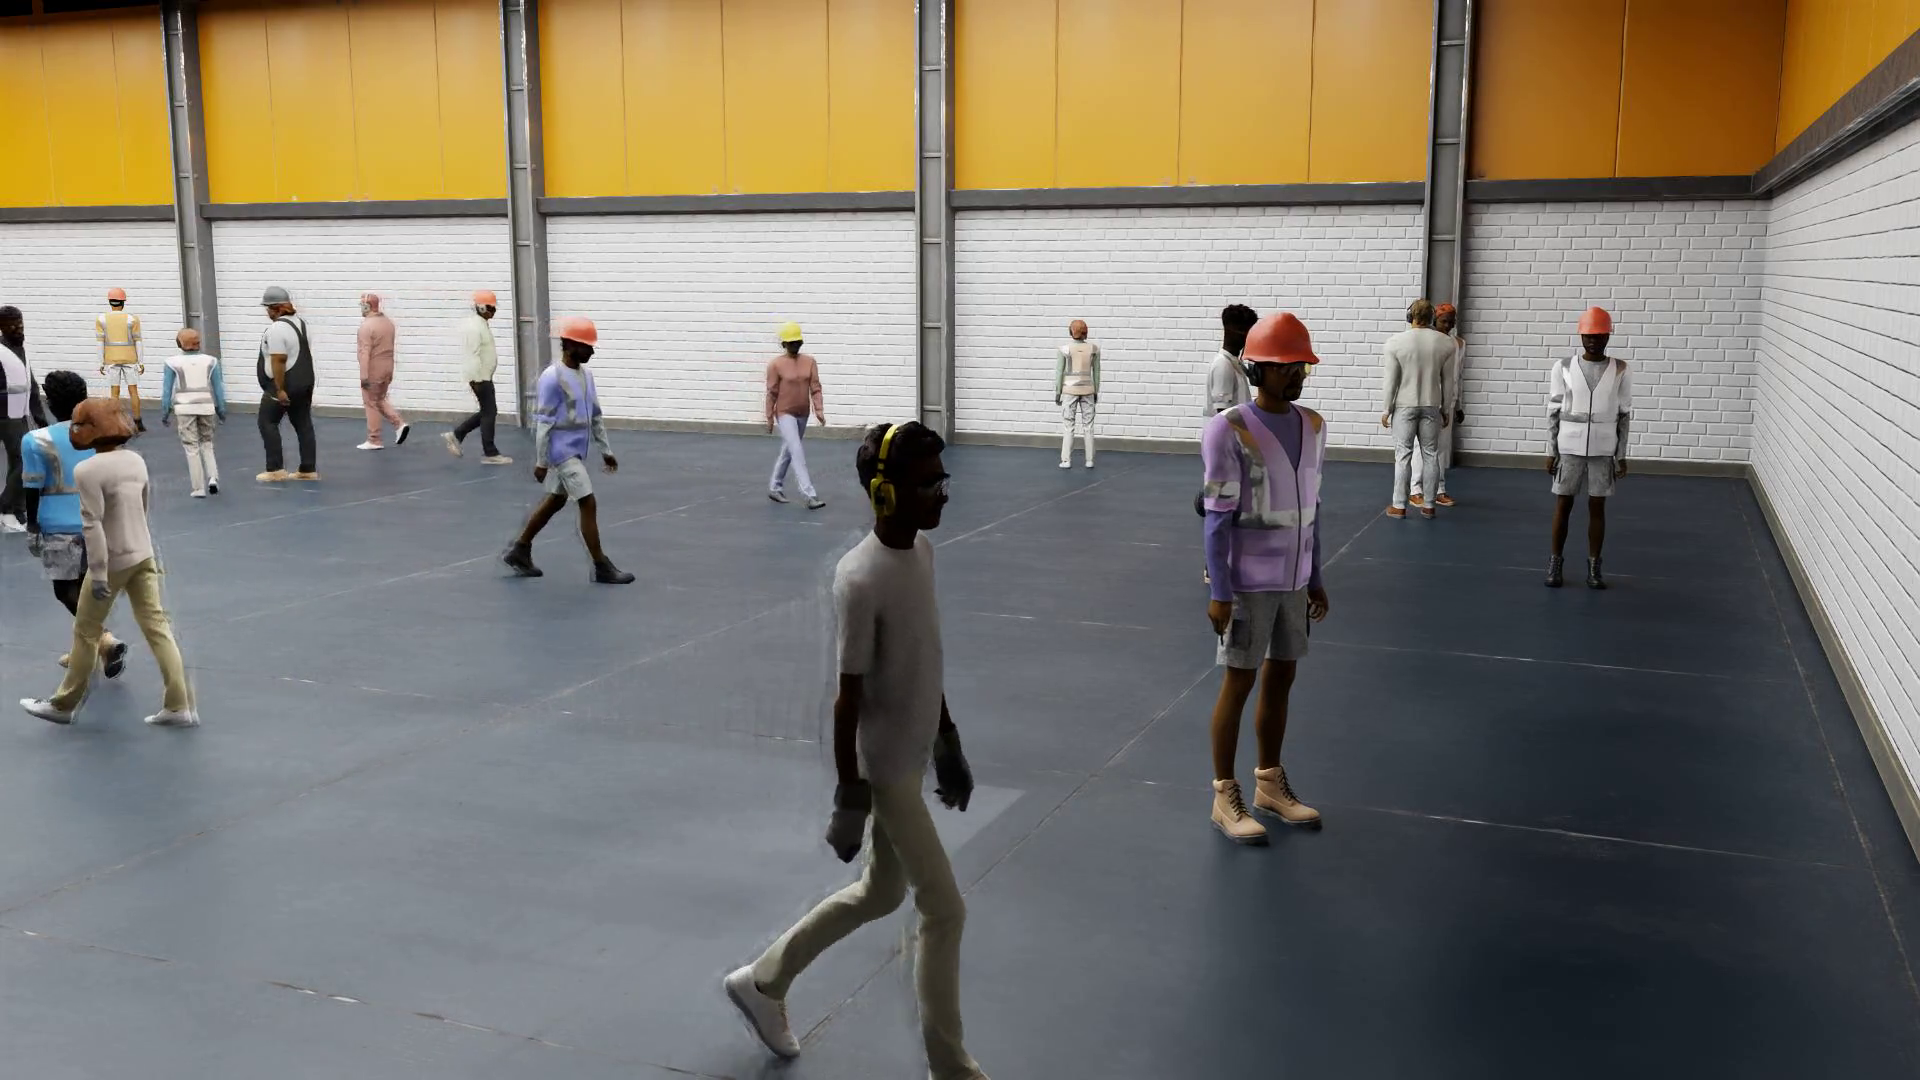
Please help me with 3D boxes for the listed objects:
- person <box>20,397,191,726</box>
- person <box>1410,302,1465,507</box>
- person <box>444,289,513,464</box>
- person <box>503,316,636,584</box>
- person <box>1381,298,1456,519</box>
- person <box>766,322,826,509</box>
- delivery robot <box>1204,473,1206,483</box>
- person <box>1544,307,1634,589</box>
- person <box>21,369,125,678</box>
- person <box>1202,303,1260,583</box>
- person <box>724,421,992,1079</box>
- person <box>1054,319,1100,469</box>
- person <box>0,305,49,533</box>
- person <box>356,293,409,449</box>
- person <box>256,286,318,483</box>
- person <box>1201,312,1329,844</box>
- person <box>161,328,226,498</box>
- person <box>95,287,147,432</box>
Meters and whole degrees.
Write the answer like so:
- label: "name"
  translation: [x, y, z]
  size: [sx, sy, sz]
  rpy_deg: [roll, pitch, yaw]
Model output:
- label: "person"
  translation: [-4.102, 0.121, 7.956]
  size: [0.824, 1.591, 0.535]
  rpy_deg: [2, 9, 9]
- label: "person"
  translation: [4.403, -1.242, 15.347]
  size: [0.574, 1.883, 0.360]
  rpy_deg: [-4, 10, -20]
- label: "person"
  translation: [-5.419, -1.820, 18.601]
  size: [0.687, 1.968, 0.618]
  rpy_deg: [-1, 9, -3]
- label: "person"
  translation: [-2.800, -0.625, 11.655]
  size: [1.006, 1.883, 0.558]
  rpy_deg: [2, 10, 13]
- label: "person"
  translation: [4.010, -1.147, 14.599]
  size: [0.635, 1.939, 0.367]
  rpy_deg: [0, 9, -2]
- label: "person"
  translation: [-1.533, -1.145, 15.294]
  size: [0.517, 1.703, 0.929]
  rpy_deg: [-8, 13, -41]
- label: "delivery robot"
  translation: [2.491, -0.493, 14.538]
  size: [0.707, 0.478, 0.477]
  rpy_deg: [-5, 10, -26]
- label: "person"
  translation: [4.314, -0.625, 11.437]
  size: [0.542, 1.939, 0.366]
  rpy_deg: [3, 10, 17]
- label: "person"
  translation: [-4.713, -0.077, 8.931]
  size: [0.727, 1.674, 0.538]
  rpy_deg: [6, 11, 32]
- label: "person"
  translation: [1.888, -0.671, 11.652]
  size: [0.379, 1.956, 0.613]
  rpy_deg: [2, 10, 10]
- label: "person"
  translation: [-0.233, 0.589, 4.405]
  size: [0.865, 1.841, 0.527]
  rpy_deg: [2, 10, 14]
- label: "person"
  translation: [1.284, -1.591, 18.218]
  size: [0.512, 1.634, 0.310]
  rpy_deg: [-2, 10, -12]
- label: "person"
  translation: [-7.790, -0.979, 13.697]
  size: [0.453, 1.896, 0.616]
  rpy_deg: [-2, 10, -12]
- label: "person"
  translation: [-7.032, -2.028, 20.058]
  size: [0.515, 1.894, 0.663]
  rpy_deg: [2, 10, 13]
- label: "person"
  translation: [-6.986, -1.611, 17.103]
  size: [0.683, 2.000, 0.689]
  rpy_deg: [2, 10, 11]
- label: "person"
  translation: [1.209, 0.145, 6.455]
  size: [0.614, 2.043, 0.373]
  rpy_deg: [-7, 12, -36]
- label: "person"
  translation: [-7.340, -1.209, 15.930]
  size: [0.542, 1.624, 0.405]
  rpy_deg: [-9, 13, -44]
- label: "person"
  translation: [-11.163, -2.390, 22.136]
  size: [0.550, 1.935, 0.376]
  rpy_deg: [-4, 10, -20]
